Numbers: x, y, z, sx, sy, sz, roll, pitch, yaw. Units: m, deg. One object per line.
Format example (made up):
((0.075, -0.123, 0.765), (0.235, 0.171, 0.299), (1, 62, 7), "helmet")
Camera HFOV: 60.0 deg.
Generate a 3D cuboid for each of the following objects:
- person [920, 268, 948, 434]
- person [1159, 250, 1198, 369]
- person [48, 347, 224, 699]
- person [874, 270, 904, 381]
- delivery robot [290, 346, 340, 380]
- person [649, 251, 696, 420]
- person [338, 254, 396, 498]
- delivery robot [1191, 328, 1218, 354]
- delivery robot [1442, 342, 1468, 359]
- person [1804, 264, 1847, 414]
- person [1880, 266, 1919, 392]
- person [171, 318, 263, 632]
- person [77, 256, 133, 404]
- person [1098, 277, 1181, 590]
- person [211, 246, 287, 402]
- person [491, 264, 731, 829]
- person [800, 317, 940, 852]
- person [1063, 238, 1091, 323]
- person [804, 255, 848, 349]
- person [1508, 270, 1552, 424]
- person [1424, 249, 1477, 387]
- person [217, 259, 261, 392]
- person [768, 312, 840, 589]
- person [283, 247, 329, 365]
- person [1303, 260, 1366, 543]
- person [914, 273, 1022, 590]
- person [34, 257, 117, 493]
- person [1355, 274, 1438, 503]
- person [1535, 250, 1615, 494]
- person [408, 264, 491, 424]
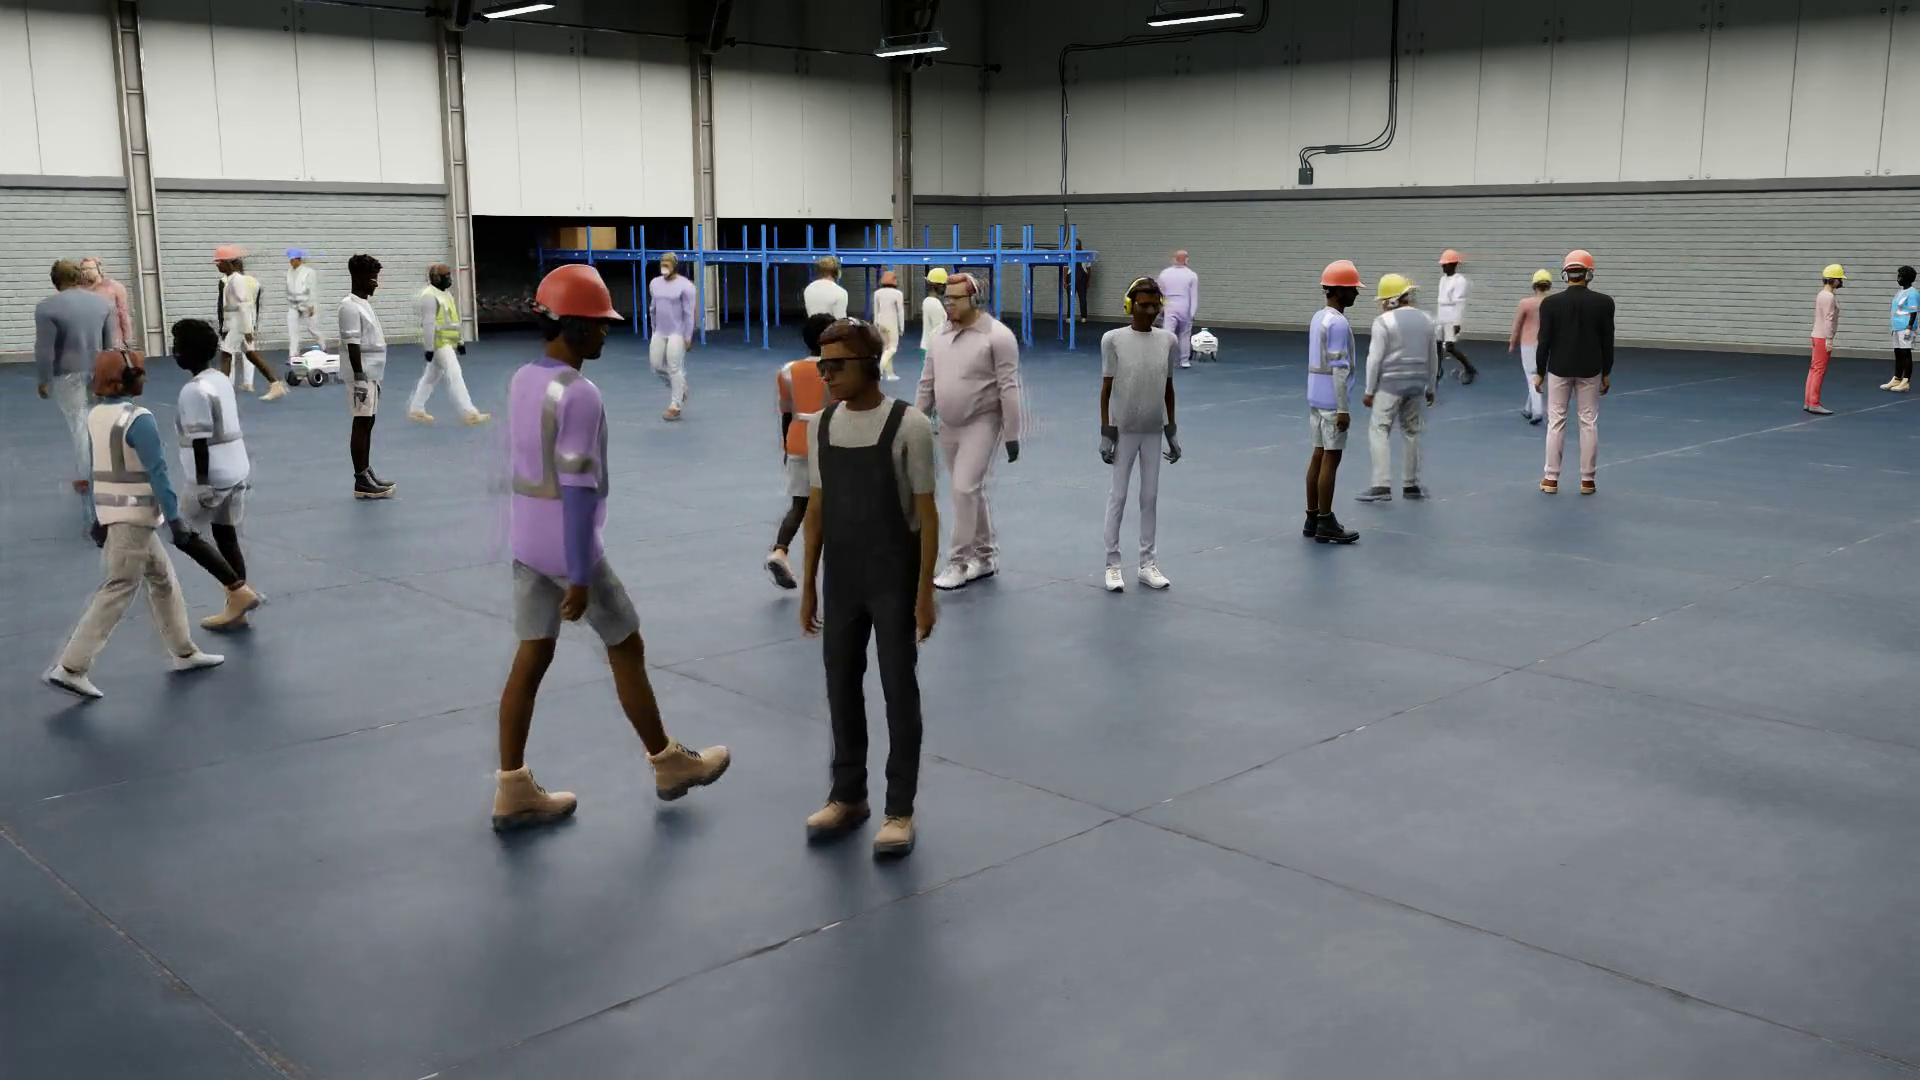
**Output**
((-0.254, -2.028, 17.843), (0.328, 1.766, 0.533), (-3, 11, -15), "person")
((3.447, -3.646, 26.339), (0.640, 1.881, 0.860), (4, 11, 19), "person")
((-3.900, -0.094, 7.743), (0.513, 1.599, 0.843), (9, 14, 42), "person")
((-1.064, -3.093, 24.084), (0.508, 1.613, 0.680), (7, 12, 33), "person")
((-9.169, -2.517, 23.669), (0.477, 0.478, 0.707), (4, 11, 22), "delivery robot")
((-3.319, -2.358, 19.175), (0.638, 1.928, 0.469), (6, 12, 29), "person")
((-4.855, -1.343, 13.572), (0.372, 1.959, 0.603), (-2, 11, -11), "person")
((4.158, -3.368, 28.306), (0.477, 0.478, 0.707), (0, 10, -2), "delivery robot")
((7.112, -2.788, 24.437), (0.699, 0.223, 0.335), (-2, 11, -11), "delivery robot")
((10.324, -2.391, 19.818), (0.324, 1.767, 0.533), (3, 11, 17), "person")
((12.840, -2.874, 22.643), (0.321, 1.694, 0.529), (1, 10, 7), "person")
((-3.981, -0.331, 8.823), (0.364, 1.686, 0.535), (-1, 10, -3), "person")
((-9.823, -2.272, 18.898), (0.671, 1.863, 0.958), (-2, 11, -12), "person")
((1.081, -0.636, 9.981), (0.514, 1.866, 0.329), (-3, 11, -17), "person")
((-9.087, -2.702, 20.939), (1.089, 1.987, 0.622), (-5, 12, -26), "person")
((-1.313, 0.015, 6.065), (0.976, 2.003, 0.613), (-9, 13, -39), "person")
((-0.308, 0.158, 5.757), (0.541, 1.833, 0.374), (5, 12, 27), "person")
((2.834, -6.314, 40.574), (0.684, 2.000, 0.538), (-1, 10, -7), "person")
((-1.454, -2.098, 17.838), (0.628, 1.911, 0.952), (8, 13, 37), "person")
((6.552, -2.201, 18.888), (0.523, 1.726, 0.898), (-1, 10, -4), "person")
((6.852, -3.098, 23.257), (0.760, 1.918, 0.560), (-3, 11, -15), "person")
((-9.855, -2.934, 22.645), (0.626, 1.821, 0.685), (8, 13, 36), "person")
((-0.888, -0.533, 9.995), (0.534, 1.662, 0.801), (4, 11, 22), "person")
((-10.898, -3.893, 27.587), (0.599, 1.921, 0.906), (2, 11, 9), "person")
((2.605, -0.965, 11.568), (0.356, 1.937, 0.552), (-1, 10, -5), "person")
((-0.045, -0.643, 9.963), (0.679, 1.873, 0.839), (10, 14, 42), "person")
((-7.343, -1.361, 13.756), (0.516, 1.925, 0.654), (5, 12, 27), "person")
((3.486, -1.209, 13.298), (0.826, 1.799, 0.433), (-5, 12, -26), "person")
((5.063, -1.384, 13.723), (0.608, 1.987, 0.391), (3, 11, 14), "person")
((-5.850, -2.215, 18.784), (0.963, 1.795, 0.639), (-1, 10, -3), "person")
